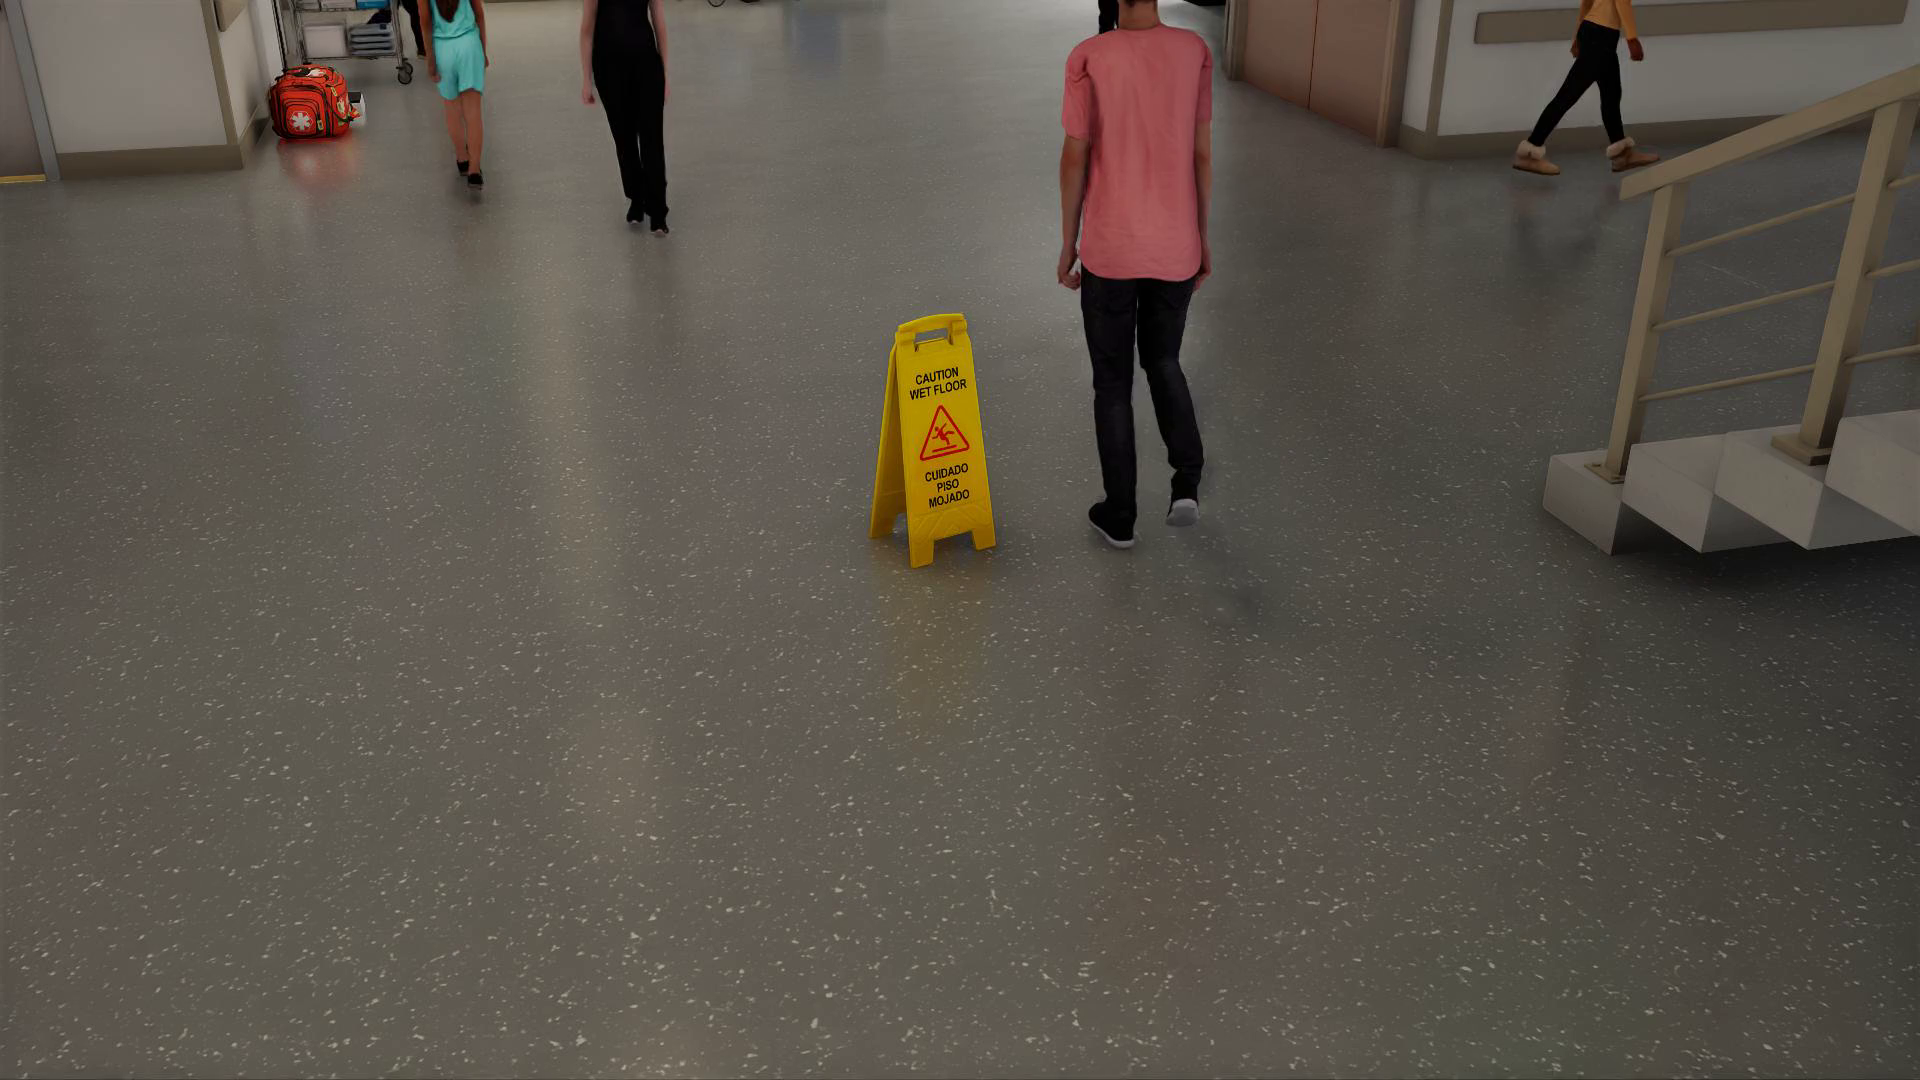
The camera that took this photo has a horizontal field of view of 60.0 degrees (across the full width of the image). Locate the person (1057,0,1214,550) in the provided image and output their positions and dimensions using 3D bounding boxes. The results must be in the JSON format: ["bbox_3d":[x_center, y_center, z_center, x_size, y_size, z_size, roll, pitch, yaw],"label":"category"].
[{"bbox_3d":[0.572,-0.858,5.135,0.627,1.940,0.810,-7,27,-14],"label":"person"}]

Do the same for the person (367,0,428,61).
[{"bbox_3d":[-4.649,-4.587,13.439,0.902,1.443,0.950,5,26,10],"label":"person"}]

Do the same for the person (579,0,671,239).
[{"bbox_3d":[-1.749,-2.482,8.766,0.693,1.710,1.026,-2,26,-5],"label":"person"}]

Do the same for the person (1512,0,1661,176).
[{"bbox_3d":[3.672,-2.924,9.793,0.958,1.616,1.129,4,26,7],"label":"person"}]

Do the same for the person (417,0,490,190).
[{"bbox_3d":[-2.883,-2.757,9.554,0.529,1.523,1.049,-7,27,-14],"label":"person"}]
